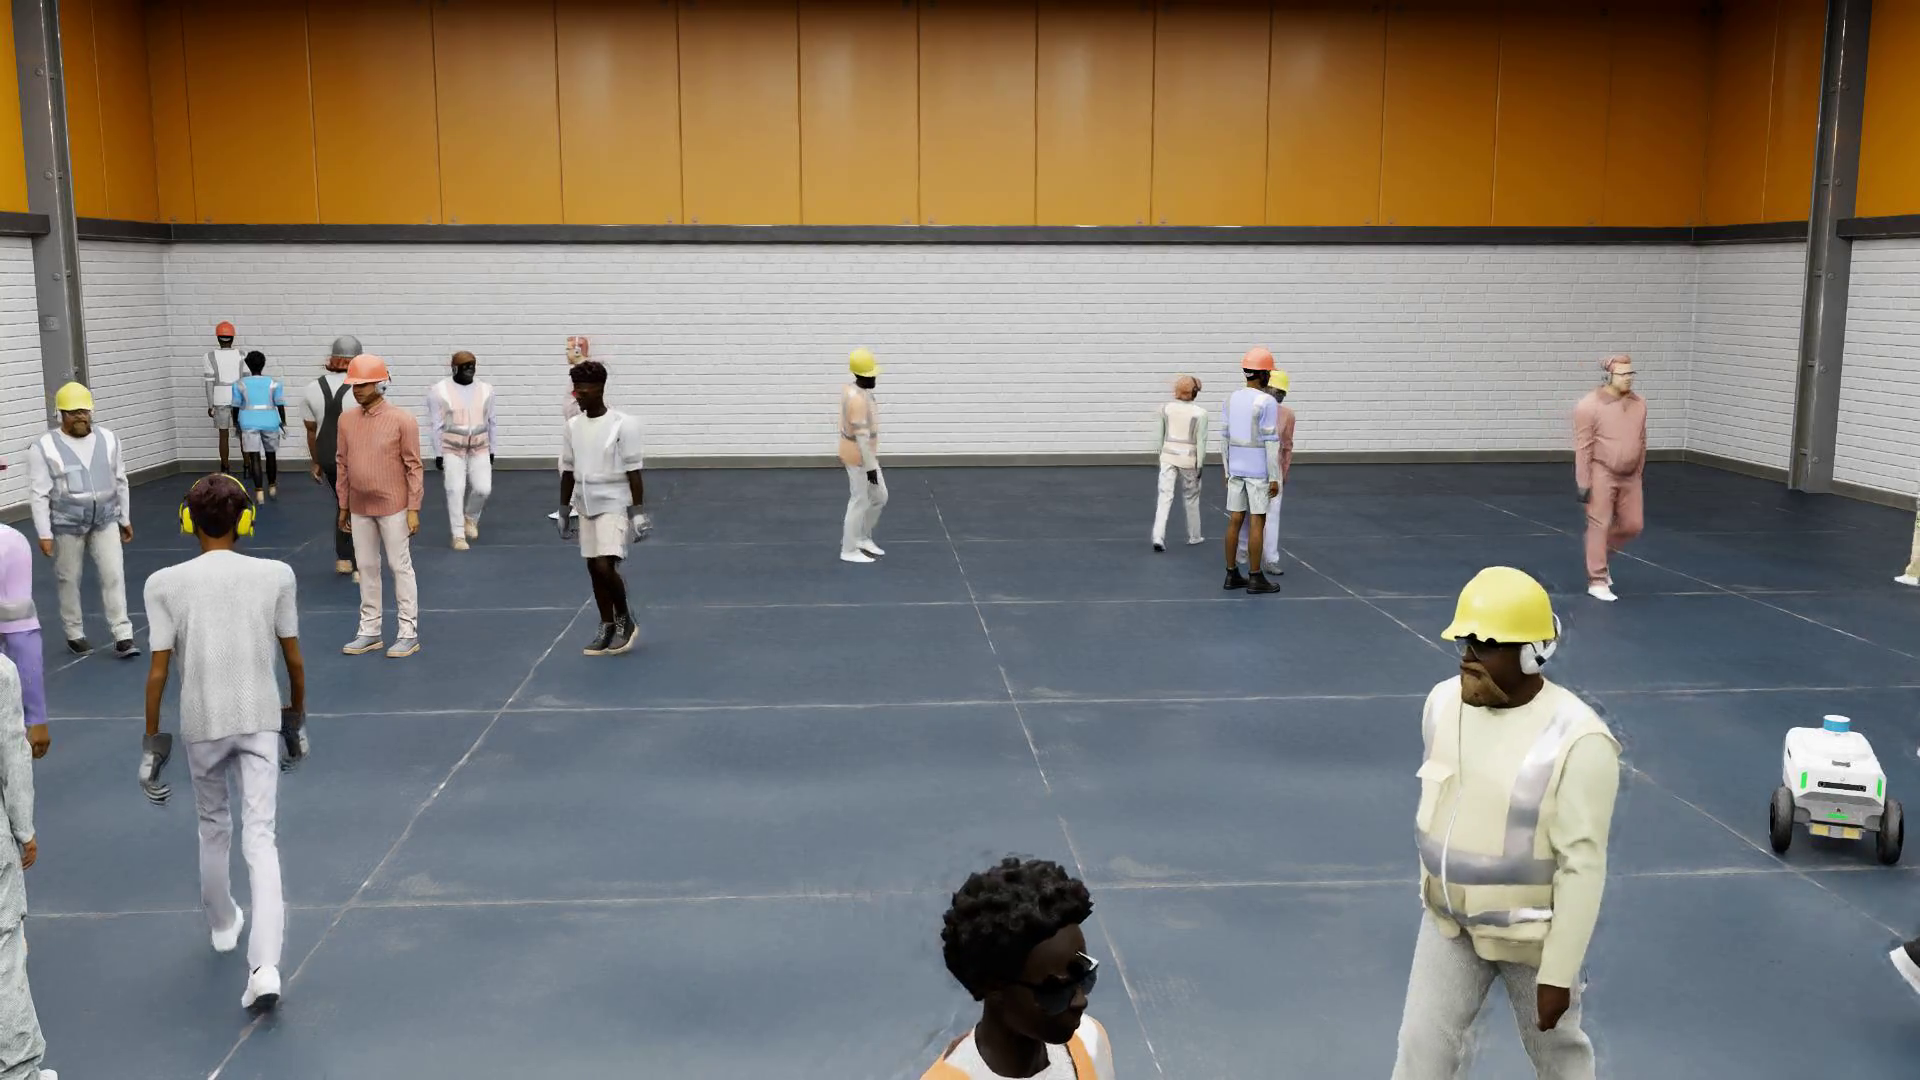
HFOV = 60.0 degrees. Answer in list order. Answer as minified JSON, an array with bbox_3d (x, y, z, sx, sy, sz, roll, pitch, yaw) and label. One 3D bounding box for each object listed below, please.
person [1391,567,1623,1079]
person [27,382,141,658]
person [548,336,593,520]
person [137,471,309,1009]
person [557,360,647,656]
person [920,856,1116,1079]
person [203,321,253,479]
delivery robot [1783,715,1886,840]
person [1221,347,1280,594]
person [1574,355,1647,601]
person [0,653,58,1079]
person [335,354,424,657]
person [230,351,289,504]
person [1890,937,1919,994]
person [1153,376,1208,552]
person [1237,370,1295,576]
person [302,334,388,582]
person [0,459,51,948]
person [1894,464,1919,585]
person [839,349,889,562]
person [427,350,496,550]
[{"bbox_3d":[1.362,0.948,4.218,0.925,1.784,0.613,-5,11,-30],"label":"person"},{"bbox_3d":[-5.638,-0.107,10.748,0.816,1.807,0.631,8,12,42],"label":"person"},{"bbox_3d":[-3.954,-1.137,16.993,0.731,1.881,0.668,-1,9,-4],"label":"person"},{"bbox_3d":[-2.568,0.684,5.815,0.566,1.820,0.992,-4,10,-22],"label":"person"},{"bbox_3d":[-2.352,-0.197,10.866,0.650,1.951,0.427,5,10,30],"label":"person"},{"bbox_3d":[0.041,1.270,2.583,0.851,1.660,0.539,6,11,32],"label":"person"},{"bbox_3d":[-8.922,-1.694,20.321,0.545,1.938,0.359,-5,10,-29],"label":"person"},{"bbox_3d":[3.848,1.017,7.331,0.477,0.478,0.707,4,10,22],"label":"delivery robot"},{"bbox_3d":[2.315,-0.547,13.119,0.375,1.935,0.551,-7,11,-36],"label":"person"},{"bbox_3d":[5.020,-0.486,12.868,0.643,1.897,0.493,-3,9,-17],"label":"person"},{"bbox_3d":[-2.972,0.866,4.877,0.485,1.736,0.309,-4,10,-22],"label":"person"},{"bbox_3d":[-3.819,-0.221,10.894,0.622,1.990,0.397,3,9,16],"label":"person"},{"bbox_3d":[-7.766,-1.256,18.424,0.563,1.652,0.848,-5,10,-28],"label":"person"},{"bbox_3d":[3.260,0.738,5.170,0.586,1.899,0.463,-8,12,-40],"label":"person"},{"bbox_3d":[2.001,-0.697,15.144,0.517,1.591,0.880,5,10,28],"label":"person"},{"bbox_3d":[2.563,-0.587,14.095,0.539,1.710,0.883,0,9,-1],"label":"person"},{"bbox_3d":[-4.938,-0.688,13.677,0.692,2.000,0.640,2,9,13],"label":"person"},{"bbox_3d":[-3.556,0.570,5.877,0.677,2.014,0.542,0,9,2],"label":"person"},{"bbox_3d":[7.800,-0.378,13.116,0.512,1.600,0.809,0,9,-3],"label":"person"},{"bbox_3d":[-0.848,-0.714,14.385,0.440,1.875,0.696,1,9,9],"label":"person"},{"bbox_3d":[-4.538,-0.822,15.215,0.621,1.830,0.476,-6,11,-31],"label":"person"}]
